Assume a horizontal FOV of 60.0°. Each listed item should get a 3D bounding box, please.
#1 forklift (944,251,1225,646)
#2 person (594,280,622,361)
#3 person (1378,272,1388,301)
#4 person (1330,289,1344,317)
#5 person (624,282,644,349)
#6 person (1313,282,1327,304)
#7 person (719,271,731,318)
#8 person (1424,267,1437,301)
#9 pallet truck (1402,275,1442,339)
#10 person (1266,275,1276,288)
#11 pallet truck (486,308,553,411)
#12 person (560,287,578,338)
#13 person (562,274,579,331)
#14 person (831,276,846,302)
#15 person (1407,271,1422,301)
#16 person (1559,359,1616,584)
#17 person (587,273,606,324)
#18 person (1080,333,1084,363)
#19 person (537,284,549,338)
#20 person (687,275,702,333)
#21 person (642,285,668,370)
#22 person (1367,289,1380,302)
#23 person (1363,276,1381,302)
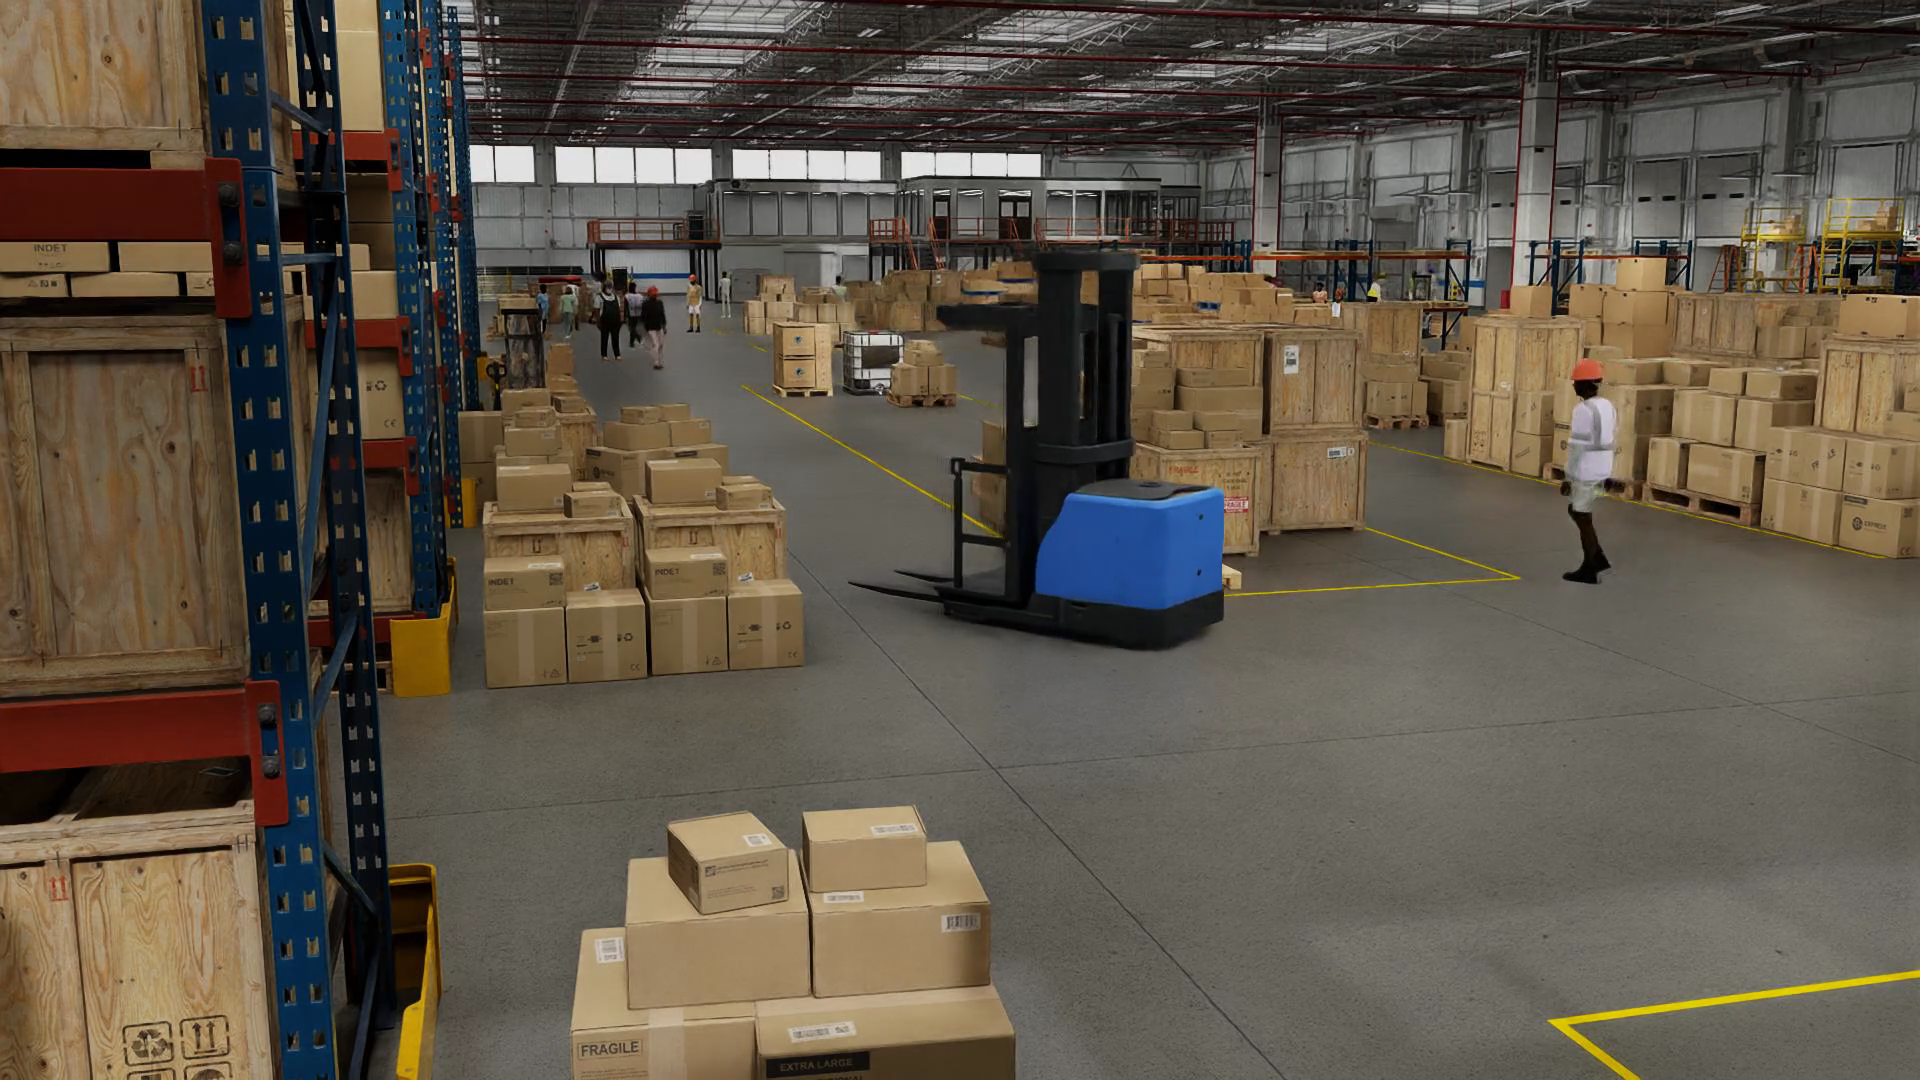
[{"bbox_3d":[0.960,-0.754,12.440,1.873,2.768,1.129,7,12,36],"label":"forklift"},{"bbox_3d":[-8.798,-5.511,41.758,0.682,2.000,0.535,-8,13,-38],"label":"person"},{"bbox_3d":[18.889,-11.137,74.487,0.653,1.725,0.486,-8,13,-38],"label":"person"},{"bbox_3d":[8.823,-4.902,38.787,0.346,1.876,0.577,-7,12,-35],"label":"person"},{"bbox_3d":[-9.065,-6.239,46.298,0.769,1.892,0.598,8,13,40],"label":"person"},{"bbox_3d":[11.955,-7.722,55.279,0.532,1.689,0.321,8,13,38],"label":"person"},{"bbox_3d":[-9.461,-9.881,67.006,0.507,1.865,0.329,-4,11,-22],"label":"person"},{"bbox_3d":[21.631,-11.612,76.656,0.613,1.907,0.883,-4,11,-22],"label":"person"},{"bbox_3d":[14.620,-7.324,52.145,0.823,1.965,1.885,8,13,40],"label":"pallet truck"},{"bbox_3d":[11.176,-8.702,60.454,0.733,1.822,0.631,-9,14,-43],"label":"person"},{"bbox_3d":[-6.242,-2.418,24.362,0.823,1.965,1.885,1,10,3],"label":"pallet truck"},{"bbox_3d":[-12.245,-7.129,52.151,0.514,1.598,0.734,1,10,5],"label":"person"},{"bbox_3d":[-13.204,-8.036,56.401,0.544,1.925,0.448,-5,11,-25],"label":"person"},{"bbox_3d":[-4.109,-8.023,56.513,0.600,1.873,1.000,-8,13,-39],"label":"person"},{"bbox_3d":[19.777,-10.808,72.464,0.625,1.806,0.961,1,10,5],"label":"person"},{"bbox_3d":[5.337,-0.577,14.185,0.432,1.918,0.547,9,13,42],"label":"person"},{"bbox_3d":[-13.300,-8.826,60.897,0.794,1.918,0.603,-2,10,-10],"label":"person"},{"bbox_3d":[2.687,-4.425,36.871,0.856,1.593,0.539,-6,12,-30],"label":"person"},{"bbox_3d":[-13.146,-7.223,52.455,0.319,1.690,0.537,3,10,14],"label":"person"},{"bbox_3d":[-8.880,-7.880,55.495,0.543,1.928,0.373,3,10,17],"label":"person"},{"bbox_3d":[-7.043,-4.902,38.510,0.445,1.966,0.637,9,13,40],"label":"person"},{"bbox_3d":[9.229,-4.686,37.447,0.397,1.919,0.581,3,11,19],"label":"person"},{"bbox_3d":[13.855,-7.951,56.033,0.652,1.885,1.043,-7,12,-36],"label":"person"}]
